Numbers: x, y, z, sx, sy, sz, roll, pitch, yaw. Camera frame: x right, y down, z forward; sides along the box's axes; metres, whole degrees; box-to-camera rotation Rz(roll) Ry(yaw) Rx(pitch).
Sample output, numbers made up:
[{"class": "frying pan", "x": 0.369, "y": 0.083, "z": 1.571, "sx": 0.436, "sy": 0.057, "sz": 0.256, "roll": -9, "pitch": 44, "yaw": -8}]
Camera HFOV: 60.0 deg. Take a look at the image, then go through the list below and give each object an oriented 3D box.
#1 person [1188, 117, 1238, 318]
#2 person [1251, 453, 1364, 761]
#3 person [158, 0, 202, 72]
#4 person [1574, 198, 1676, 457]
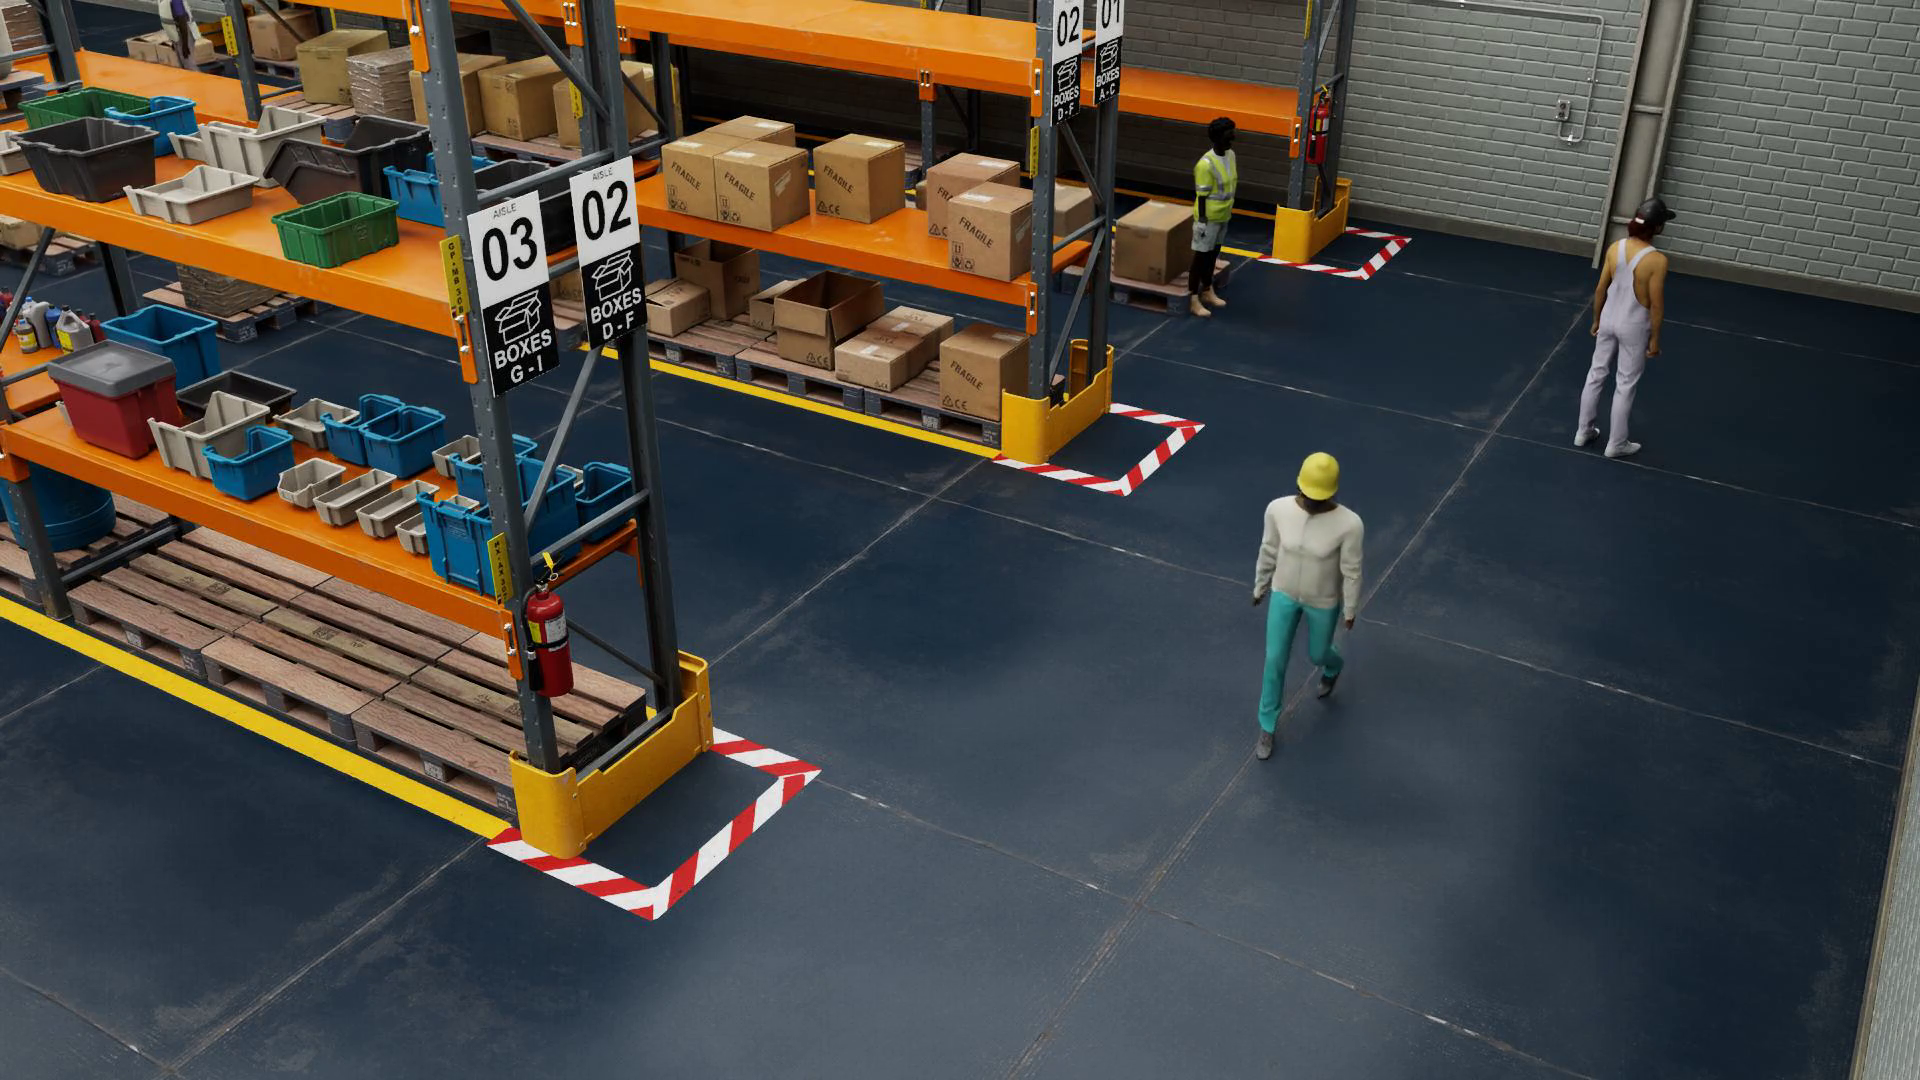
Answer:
[{"class": "person", "x": 2.151, "y": -2.740, "z": 14.081, "sx": 0.317, "sy": 1.695, "sz": 0.539, "roll": 19, "pitch": 34, "yaw": 30}, {"class": "person", "x": 1.824, "y": 0.254, "z": 8.680, "sx": 0.558, "sy": 1.726, "sz": 0.775, "roll": 13, "pitch": 32, "yaw": 22}, {"class": "person", "x": -9.138, "y": -5.857, "z": 19.549, "sx": 0.413, "sy": 1.830, "sz": 0.592, "roll": -18, "pitch": 34, "yaw": -29}, {"class": "person", "x": 4.700, "y": -1.499, "z": 11.686, "sx": 0.381, "sy": 1.861, "sz": 0.535, "roll": -20, "pitch": 35, "yaw": -32}]
